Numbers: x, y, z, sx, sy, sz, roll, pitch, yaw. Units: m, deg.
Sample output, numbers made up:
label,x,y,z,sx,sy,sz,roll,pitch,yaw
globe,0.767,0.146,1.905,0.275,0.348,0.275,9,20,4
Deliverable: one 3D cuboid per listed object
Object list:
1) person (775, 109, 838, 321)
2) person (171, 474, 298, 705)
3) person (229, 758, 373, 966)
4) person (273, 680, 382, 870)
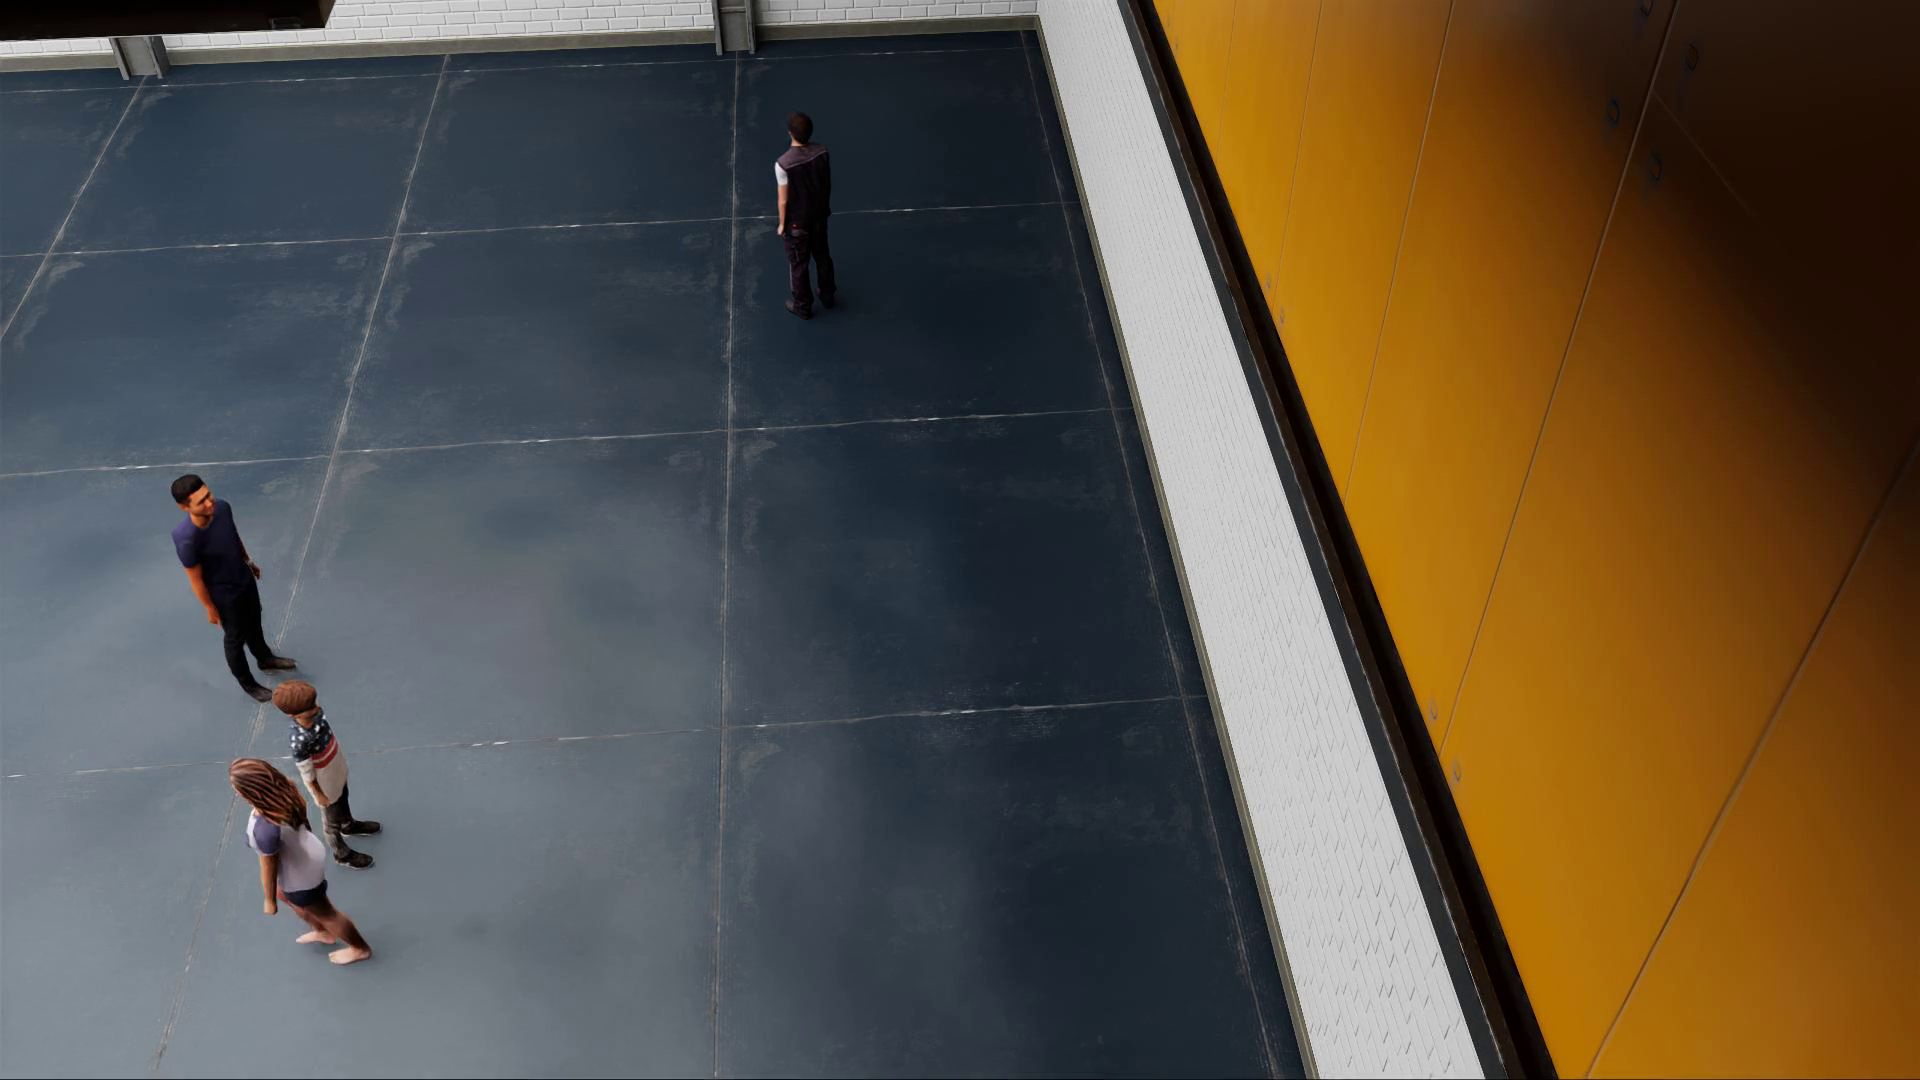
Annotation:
label,x,y,z,sx,sy,sz,roll,pitch,yaw
person,-1.243,-2.625,13.398,0.696,1.849,0.804,-27,50,-26
person,-4.589,0.270,10.401,0.629,1.791,0.706,9,44,9
person,-3.447,1.751,8.903,0.661,1.714,0.632,-7,44,-7
person,-3.655,1.319,9.556,0.479,1.438,0.527,-1,44,-1
